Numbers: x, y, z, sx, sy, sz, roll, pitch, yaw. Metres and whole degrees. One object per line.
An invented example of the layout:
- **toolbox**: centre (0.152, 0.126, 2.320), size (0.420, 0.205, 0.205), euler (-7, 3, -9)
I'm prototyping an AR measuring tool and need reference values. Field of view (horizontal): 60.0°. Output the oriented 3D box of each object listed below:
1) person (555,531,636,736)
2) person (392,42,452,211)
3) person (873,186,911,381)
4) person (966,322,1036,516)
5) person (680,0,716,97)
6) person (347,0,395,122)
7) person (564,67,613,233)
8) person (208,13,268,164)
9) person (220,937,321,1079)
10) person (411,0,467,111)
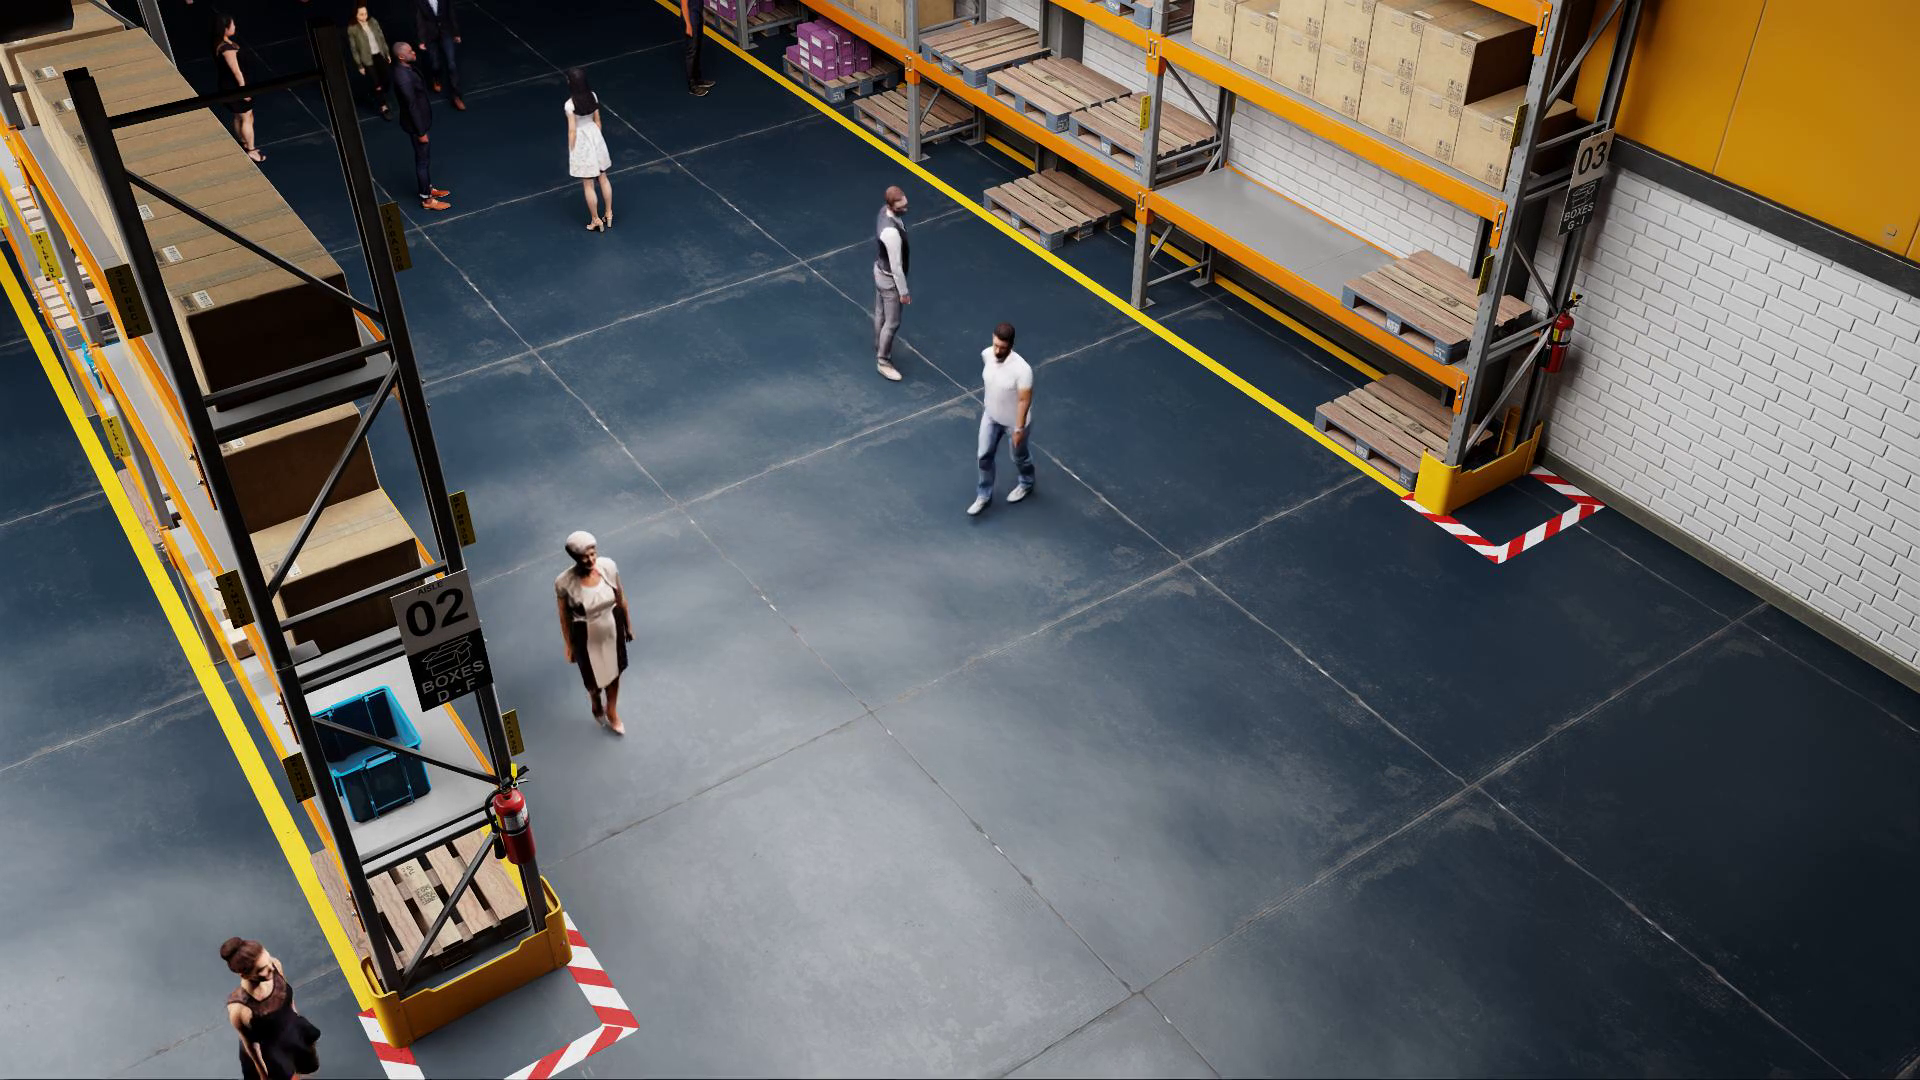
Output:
- **person**: centre (-2.545, 0.616, 11.480), size (0.649, 1.747, 0.678), euler (-25, 45, -28)
- **person**: centre (-5.800, -4.434, 17.748), size (0.834, 1.817, 0.681), euler (-8, 39, -10)
- **person**: centre (-0.675, -2.430, 15.163), size (0.962, 1.911, 0.745), euler (-13, 40, -16)
- **person**: centre (0.422, -1.045, 13.504), size (0.896, 1.817, 0.987), euler (-31, 48, -33)
- **person**: centre (-3.239, -6.304, 20.108), size (0.760, 1.793, 0.709), euler (8, 39, 9)
- **person**: centre (-6.944, -5.666, 19.576), size (0.679, 1.460, 0.642), euler (32, 48, 33)
- **person**: centre (-3.880, -4.064, 17.320), size (0.714, 1.774, 0.713), euler (28, 47, 31)
- **person**: centre (-8.108, -5.044, 18.599), size (0.734, 1.708, 0.561), euler (-29, 47, -31)
- **person**: centre (-3.761, 2.686, 8.953), size (0.892, 1.668, 0.816), euler (10, 40, 12)
- **person**: centre (-6.248, -6.051, 19.801), size (0.746, 1.782, 0.999), euler (-20, 43, -23)
